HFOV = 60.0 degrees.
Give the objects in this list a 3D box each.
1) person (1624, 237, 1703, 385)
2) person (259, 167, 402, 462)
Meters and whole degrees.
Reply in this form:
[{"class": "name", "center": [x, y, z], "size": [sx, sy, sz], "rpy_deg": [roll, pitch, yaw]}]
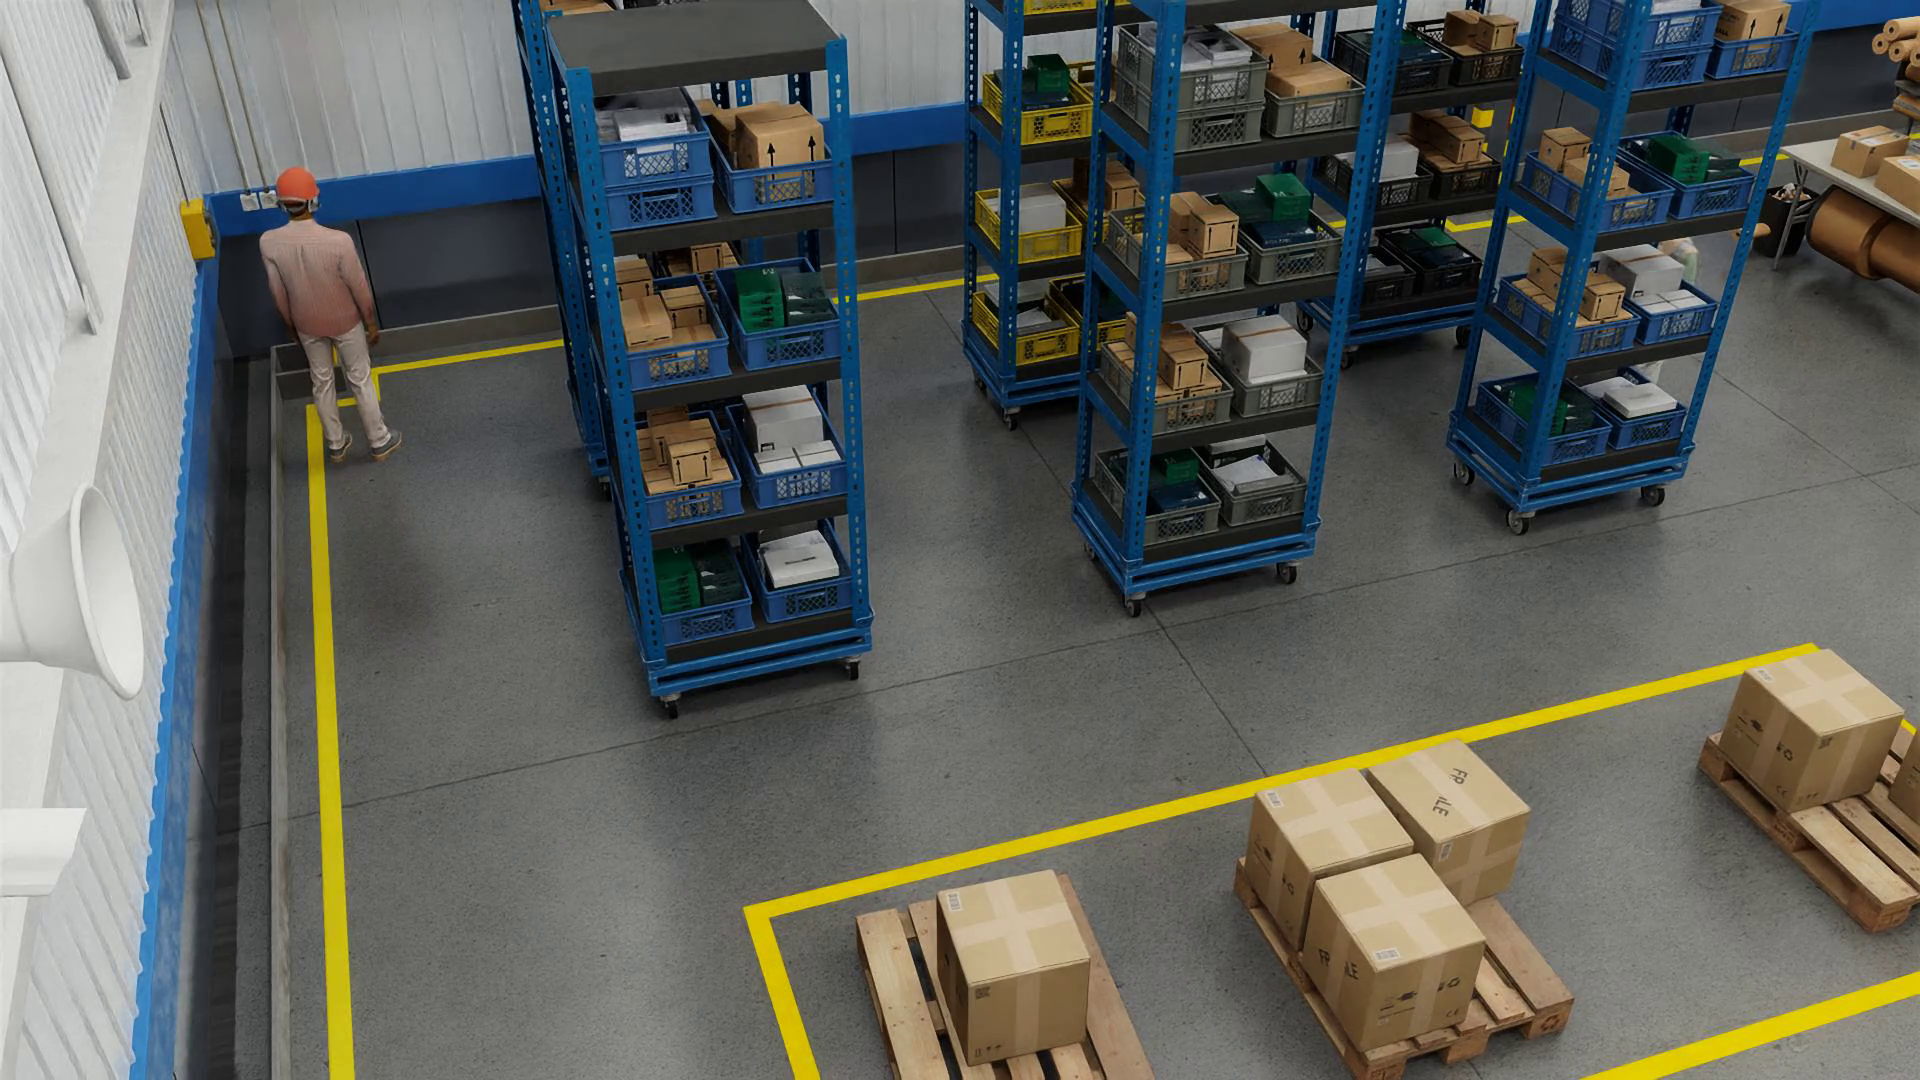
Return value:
[{"class": "person", "center": [4.629, -1.517, 11.001], "size": [0.310, 1.642, 0.514], "rpy_deg": [-5, 35, -7]}, {"class": "person", "center": [-3.993, -1.398, 10.530], "size": [0.610, 1.995, 0.377], "rpy_deg": [0, 35, 0]}]
